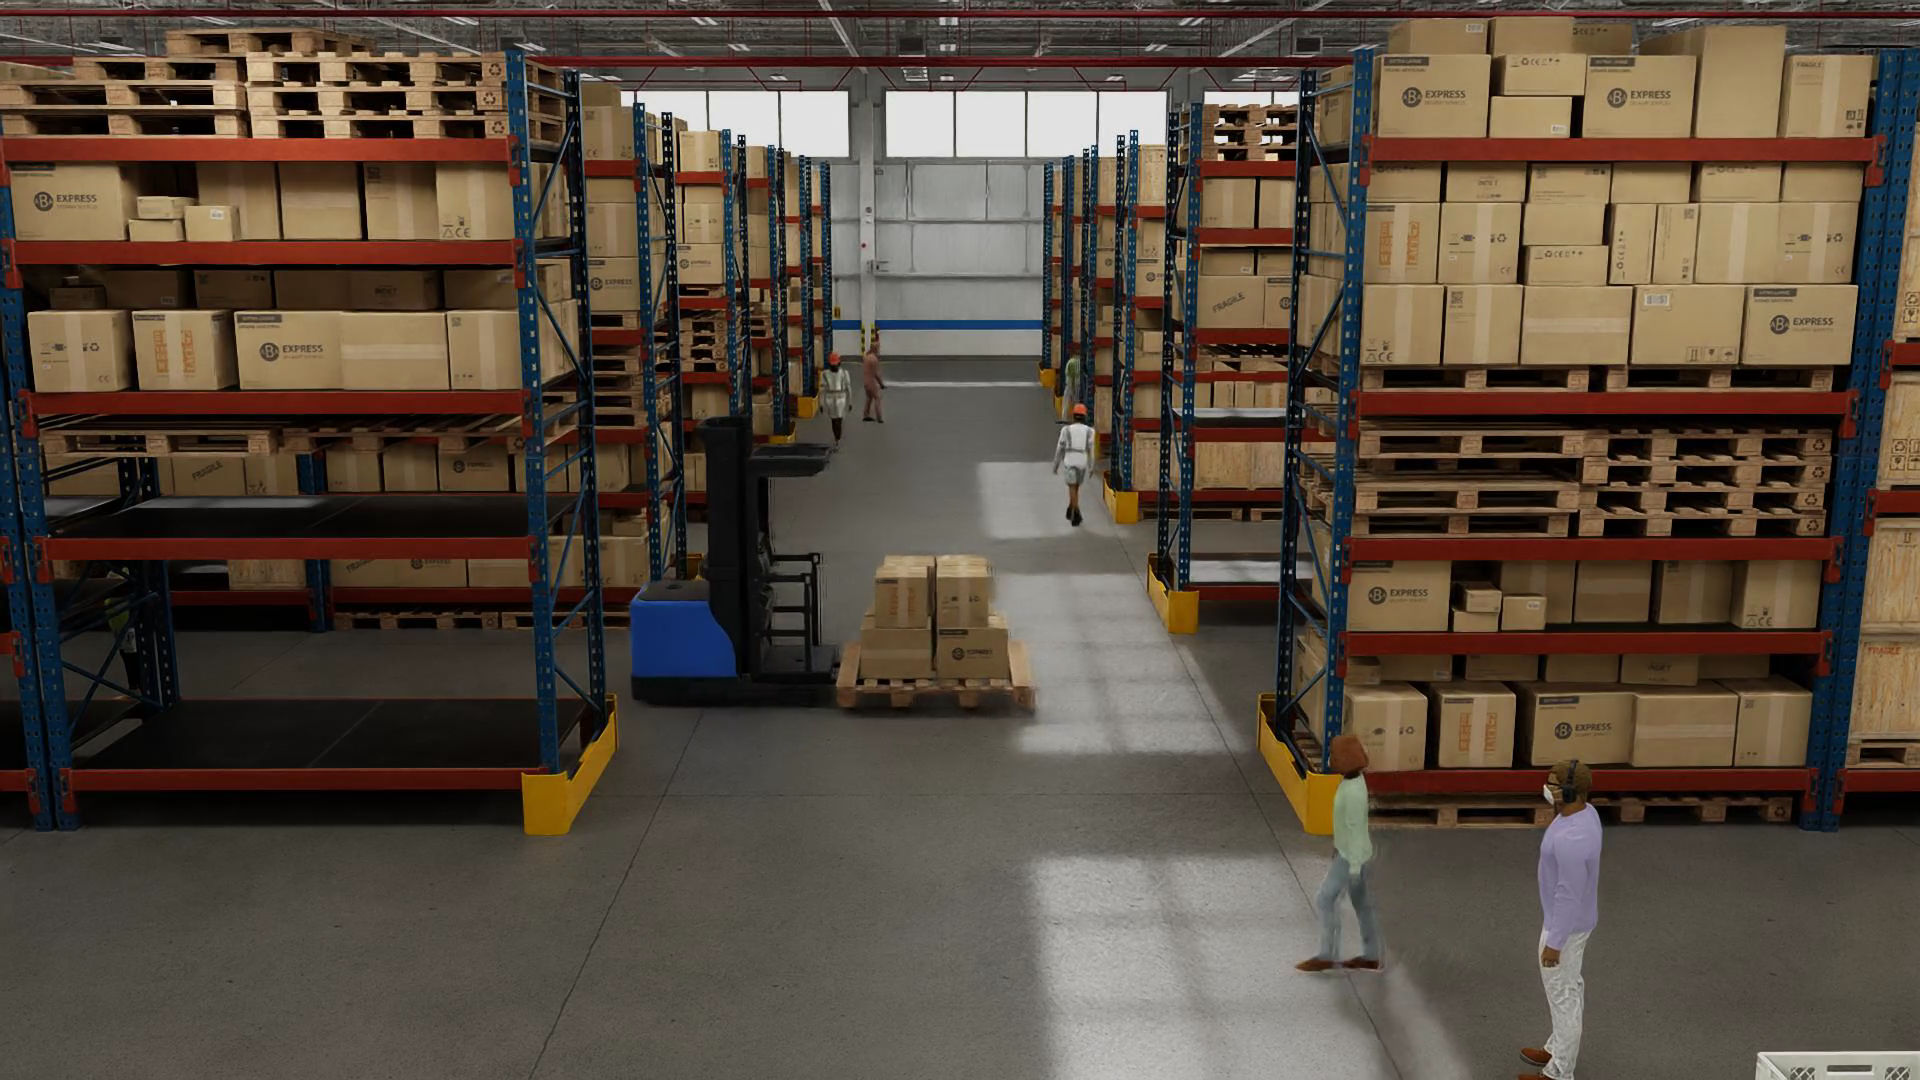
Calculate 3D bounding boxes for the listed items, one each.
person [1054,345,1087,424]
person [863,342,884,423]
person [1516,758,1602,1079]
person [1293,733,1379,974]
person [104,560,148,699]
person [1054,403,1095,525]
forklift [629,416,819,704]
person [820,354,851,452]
[{"bbox_3d":[2.625,-3.538,37.912,0.808,1.812,0.576,3,12,17],"label":"person"},{"bbox_3d":[-1.984,-3.623,38.175,0.456,1.873,0.673,-5,13,-25],"label":"person"},{"bbox_3d":[3.384,2.158,9.349,0.372,1.940,0.631,5,12,23],"label":"person"},{"bbox_3d":[2.443,2.036,10.769,0.675,1.608,0.528,3,12,12],"label":"person"},{"bbox_3d":[-8.297,0.836,16.502,0.317,1.695,0.540,-11,16,-43],"label":"person"},{"bbox_3d":[1.822,-1.194,26.099,0.602,1.888,0.989,-1,11,-7],"label":"person"},{"bbox_3d":[-2.360,0.177,16.821,1.873,2.768,1.129,0,11,-1],"label":"forklift"},{"bbox_3d":[-2.535,-2.798,33.799,0.630,1.990,1.072,1,11,3],"label":"person"}]
